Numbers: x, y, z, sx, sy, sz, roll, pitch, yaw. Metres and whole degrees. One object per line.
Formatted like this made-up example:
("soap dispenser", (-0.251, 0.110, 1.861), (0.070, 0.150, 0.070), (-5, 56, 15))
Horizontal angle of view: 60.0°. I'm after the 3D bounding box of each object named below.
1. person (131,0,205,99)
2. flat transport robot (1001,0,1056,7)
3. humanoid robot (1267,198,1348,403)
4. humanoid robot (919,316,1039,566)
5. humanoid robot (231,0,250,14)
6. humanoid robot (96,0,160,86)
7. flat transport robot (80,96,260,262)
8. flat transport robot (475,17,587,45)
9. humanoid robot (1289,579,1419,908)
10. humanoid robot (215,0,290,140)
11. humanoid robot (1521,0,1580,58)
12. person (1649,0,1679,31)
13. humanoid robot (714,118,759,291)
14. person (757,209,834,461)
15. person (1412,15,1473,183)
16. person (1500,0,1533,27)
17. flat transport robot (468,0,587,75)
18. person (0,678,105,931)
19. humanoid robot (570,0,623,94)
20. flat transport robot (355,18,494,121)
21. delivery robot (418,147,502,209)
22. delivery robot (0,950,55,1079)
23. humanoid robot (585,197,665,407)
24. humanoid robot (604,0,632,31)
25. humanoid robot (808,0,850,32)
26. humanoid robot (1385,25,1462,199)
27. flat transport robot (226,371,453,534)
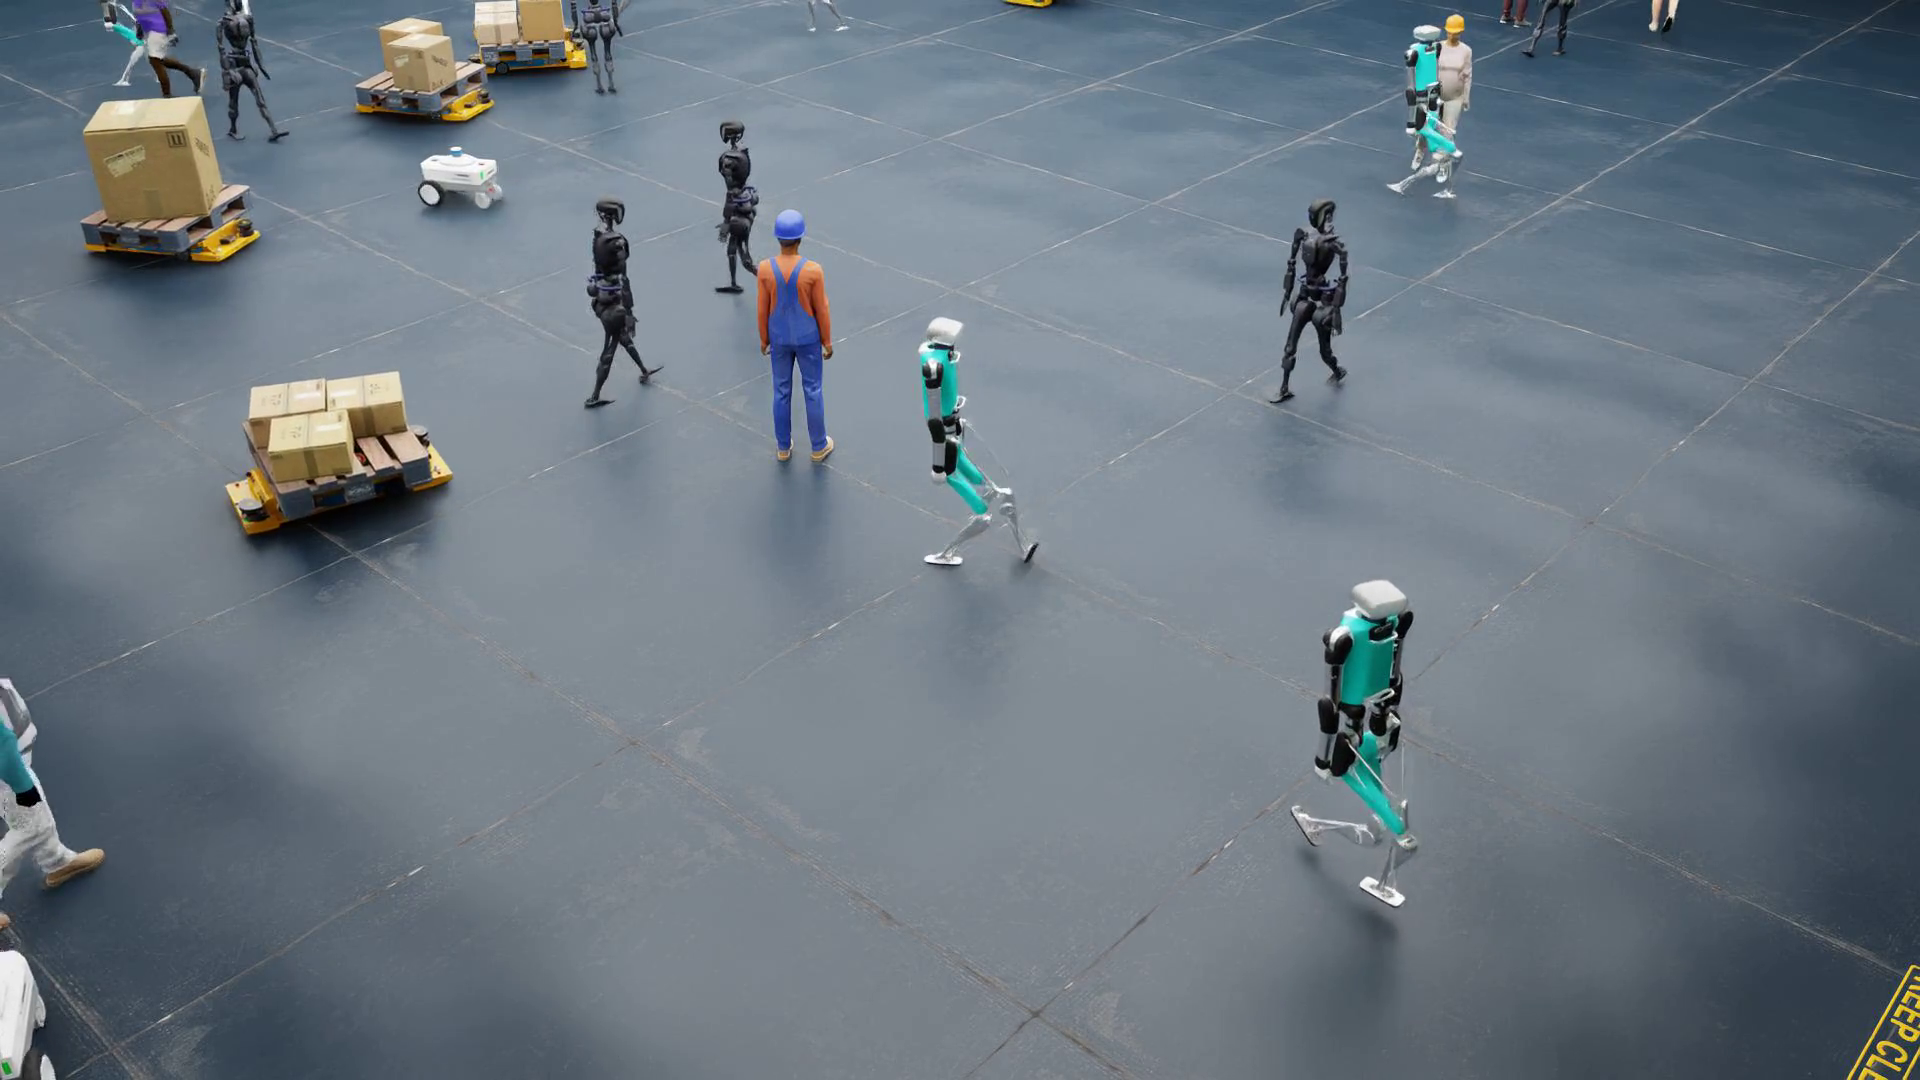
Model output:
("person", (-9.208, -5.936, 19.137), (0.589, 1.928, 0.714), (27, 41, 36))
("flat transport robot", (1.236, -7.941, 23.942), (0.659, 0.231, 1.431), (18, 36, 26))
("humanoid robot", (2.780, -1.861, 12.874), (0.761, 1.652, 0.615), (-23, 39, -33))
("humanoid robot", (0.186, -0.556, 10.696), (0.886, 1.811, 0.546), (4, 32, 7))
("humanoid robot", (-9.861, -7.820, 22.369), (0.545, 1.805, 0.708), (-5, 32, -8))
("humanoid robot", (-9.986, -6.328, 20.026), (0.818, 1.847, 0.536), (-14, 34, -21))
("flat transport robot", (-7.491, -2.906, 15.834), (1.431, 0.231, 0.659), (7, 32, 11))
("flat transport robot", (-5.640, -6.618, 21.811), (1.431, 0.231, 0.659), (21, 38, 30))
("humanoid robot", (2.055, 1.055, 8.076), (0.561, 1.735, 1.031), (-21, 37, -30))
("humanoid robot", (-7.840, -5.173, 18.184), (0.781, 1.618, 0.600), (12, 34, 19))
("humanoid robot", (7.520, -6.873, 20.922), (0.758, 1.628, 0.621), (-27, 41, -36))
("person", (9.419, -7.633, 21.937), (0.519, 1.860, 0.510), (9, 33, 14))
("humanoid robot", (-1.861, -2.863, 14.481), (0.729, 1.647, 0.601), (5, 32, 8))
("person", (-1.179, -1.448, 11.931), (0.530, 1.909, 0.354), (2, 32, 4))
("person", (5.000, -4.552, 17.133), (0.500, 1.688, 0.428), (7, 32, 10))
("person", (7.602, -7.824, 22.298), (0.381, 1.806, 0.552), (-16, 35, -24))
("flat transport robot", (-5.462, -6.117, 21.003), (1.431, 0.231, 0.659), (-7, 33, -11))
("person", (-4.671, 1.075, 7.953), (0.655, 1.817, 0.679), (25, 40, 34))
("humanoid robot", (-4.311, -6.124, 19.702), (0.596, 1.652, 0.370), (-11, 33, -17))
("flat transport robot", (-6.242, -5.110, 19.383), (1.431, 0.231, 0.659), (9, 33, 14))
("delivery robot", (-5.070, -3.657, 16.790), (0.798, 0.614, 0.499), (7, 33, 11))
("delivery robot", (-4.303, 2.210, 7.339), (0.499, 0.609, 0.807), (-11, 33, -17))
("humanoid robot", (-2.655, -1.866, 12.857), (0.760, 1.619, 0.608), (-19, 37, -28))
("humanoid robot", (-4.566, -7.535, 21.769), (0.735, 1.677, 0.533), (0, 32, -1))
("humanoid robot", (-1.782, -7.597, 22.014), (0.531, 1.797, 0.794), (16, 35, 23))
("humanoid robot", (4.776, -4.139, 16.459), (0.531, 1.750, 0.909), (-28, 41, -37))
("flat transport robot", (-4.432, -0.446, 11.872), (1.431, 0.231, 0.659), (-18, 36, -27))
